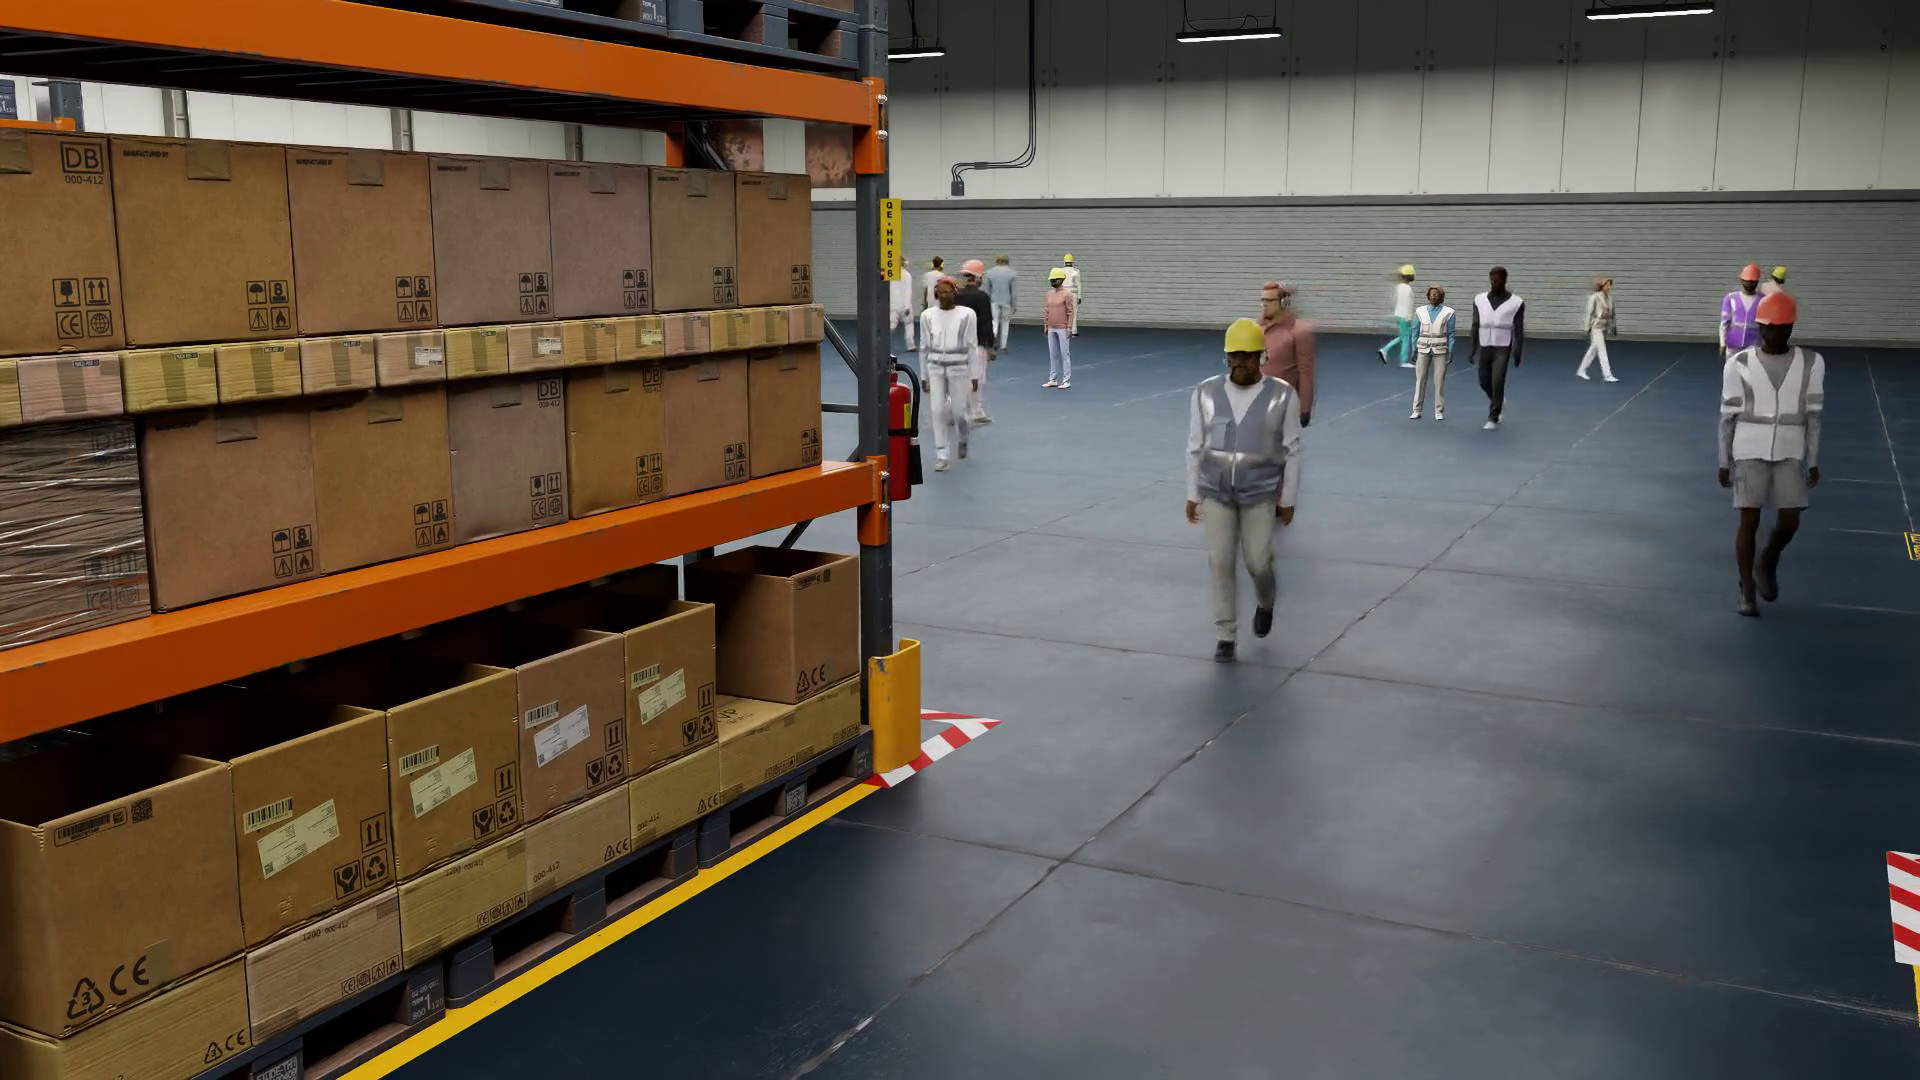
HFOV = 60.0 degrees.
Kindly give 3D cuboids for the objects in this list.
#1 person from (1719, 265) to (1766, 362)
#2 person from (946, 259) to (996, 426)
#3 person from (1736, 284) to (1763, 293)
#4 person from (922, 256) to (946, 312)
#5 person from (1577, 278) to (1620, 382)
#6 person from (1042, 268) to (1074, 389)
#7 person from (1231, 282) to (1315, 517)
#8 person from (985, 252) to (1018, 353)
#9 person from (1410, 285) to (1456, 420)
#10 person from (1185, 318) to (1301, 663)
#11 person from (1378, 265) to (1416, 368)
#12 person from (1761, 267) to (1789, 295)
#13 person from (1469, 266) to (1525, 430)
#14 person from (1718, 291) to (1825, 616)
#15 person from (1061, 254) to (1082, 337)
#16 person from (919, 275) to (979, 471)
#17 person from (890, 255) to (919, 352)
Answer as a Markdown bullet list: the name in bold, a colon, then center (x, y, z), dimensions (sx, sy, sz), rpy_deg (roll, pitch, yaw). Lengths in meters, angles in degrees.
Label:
- **person**: center (9.589, -2.415, 20.359), dimensions (0.546, 1.892, 1.011), rpy_deg (5, 11, 24)
- **person**: center (0.094, -2.286, 19.419), dimensions (0.811, 1.968, 0.626), rpy_deg (-7, 13, -34)
- **person**: center (14.318, -4.090, 30.203), dimensions (0.501, 1.620, 0.357), rpy_deg (9, 14, 41)
- **person**: center (-0.386, -4.439, 31.469), dimensions (0.575, 1.843, 0.660), rpy_deg (8, 13, 36)
- **person**: center (9.878, -3.249, 25.672), dimensions (0.530, 1.596, 0.851), rpy_deg (-6, 12, -31)
- **person**: center (1.430, -3.105, 24.426), dimensions (0.326, 1.767, 0.533), rpy_deg (-10, 14, -43)
- **person**: center (2.344, -1.059, 12.982), dimensions (0.868, 1.875, 0.651), rpy_deg (-8, 13, -38)
- **person**: center (0.779, -4.504, 31.620), dimensions (0.643, 1.921, 0.607), rpy_deg (2, 11, 12)
- **person**: center (5.760, -2.283, 20.283), dimensions (0.512, 1.642, 0.311), rpy_deg (5, 11, 23)
- **person**: center (1.502, -0.274, 8.853), dimensions (0.598, 1.817, 0.536), rpy_deg (4, 11, 20)
- **person**: center (7.462, -3.777, 28.139), dimensions (0.554, 1.752, 0.530), rpy_deg (0, 10, 1)
- **person**: center (13.535, -3.698, 27.806), dimensions (0.331, 1.719, 0.638), rpy_deg (-2, 10, -8)
- **person**: center (6.285, -2.251, 19.430), dimensions (0.590, 1.893, 0.750), rpy_deg (7, 13, 35)
- **person**: center (4.774, -0.506, 9.827), dimensions (0.570, 1.921, 0.464), rpy_deg (3, 11, 17)
- **person**: center (2.403, -5.379, 36.634), dimensions (0.590, 1.836, 0.404), rpy_deg (4, 11, 19)
- **person**: center (-0.101, -1.608, 15.995), dimensions (0.591, 1.864, 0.652), rpy_deg (2, 11, 12)
- **person**: center (-1.178, -4.498, 31.750), dimensions (0.658, 1.879, 0.900), rpy_deg (10, 14, 44)
